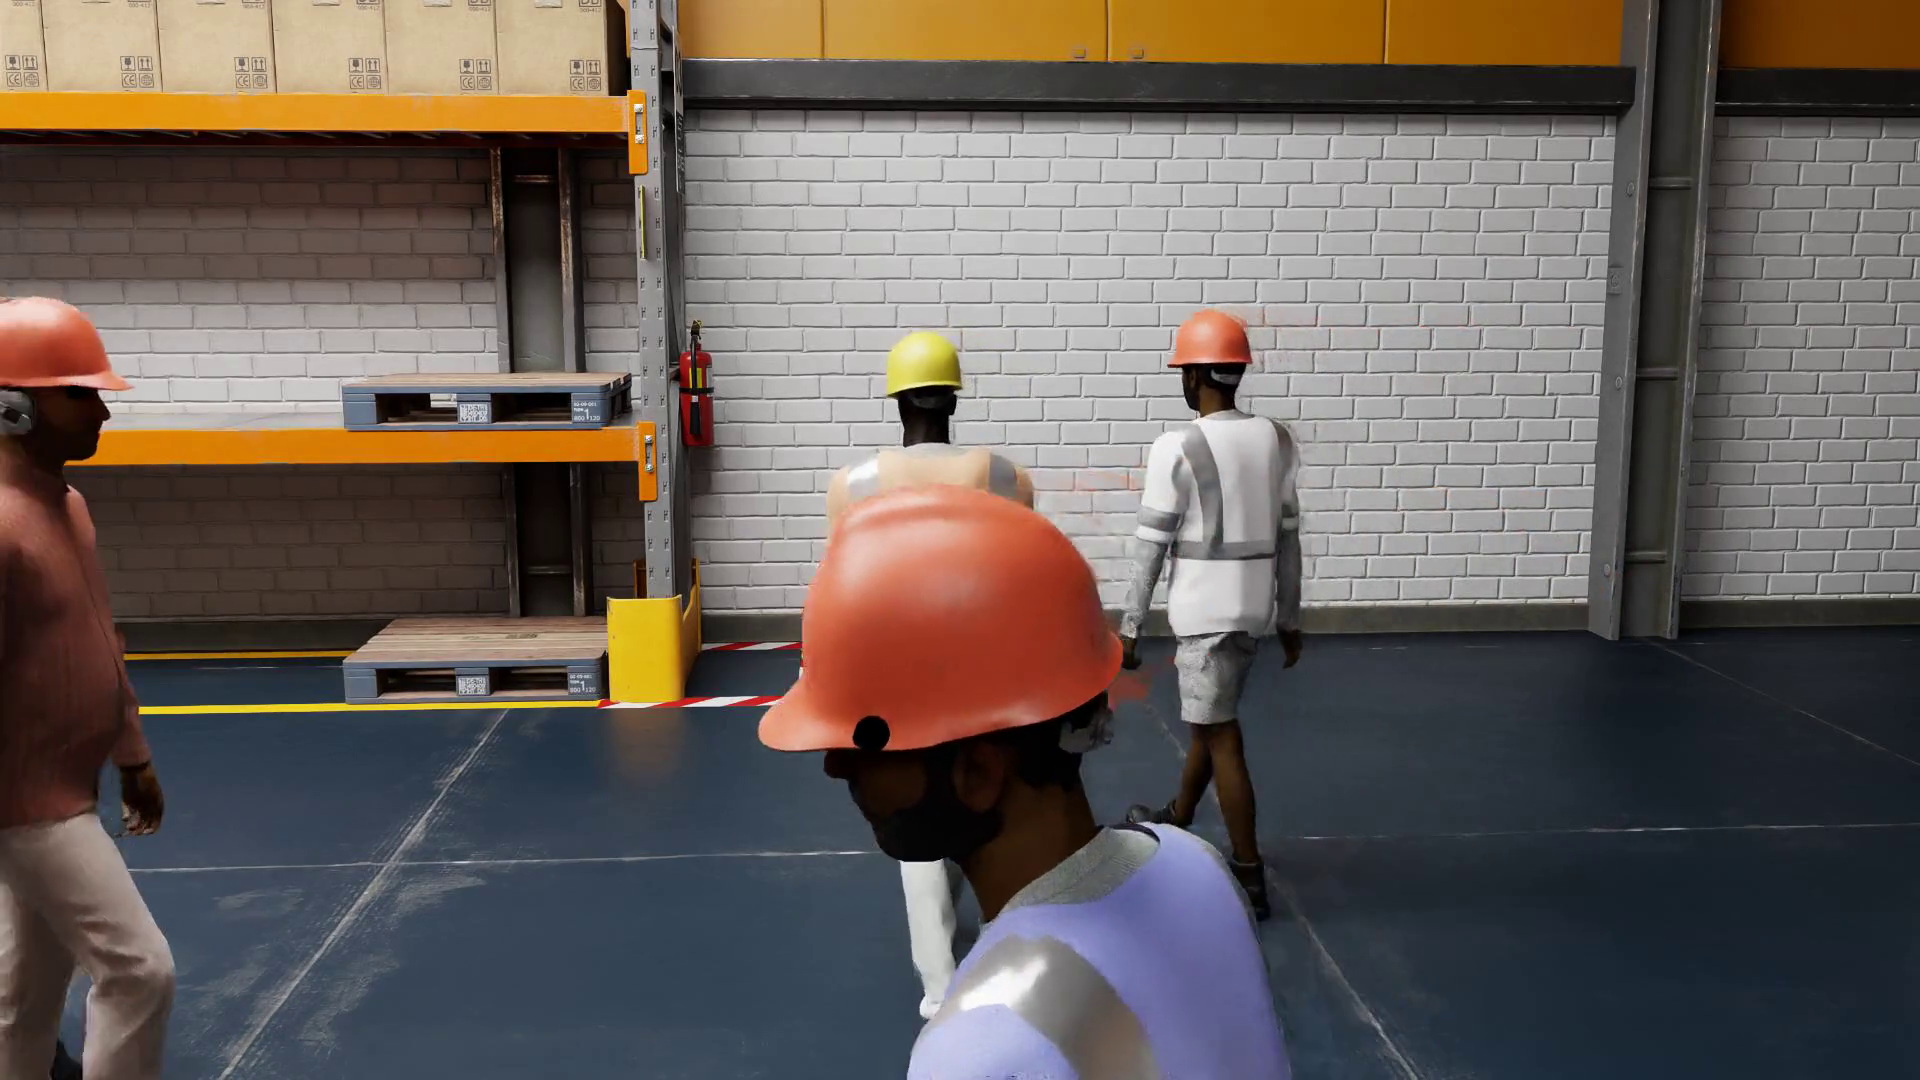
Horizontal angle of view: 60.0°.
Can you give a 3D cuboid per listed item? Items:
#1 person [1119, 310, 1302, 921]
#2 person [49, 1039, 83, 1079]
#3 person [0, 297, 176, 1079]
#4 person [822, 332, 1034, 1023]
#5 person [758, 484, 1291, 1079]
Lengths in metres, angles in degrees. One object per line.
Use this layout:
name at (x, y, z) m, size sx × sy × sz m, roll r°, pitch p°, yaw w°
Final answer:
person at (0.744, 0.217, 5.417) m, size 0.575 × 1.900 × 0.902 m, roll -6°, pitch 11°, yaw -33°
person at (-2.461, 0.389, 3.913) m, size 1.022 × 2.000 × 0.687 m, roll 1°, pitch 9°, yaw 9°
person at (-1.747, 0.503, 3.396) m, size 0.702 × 1.971 × 0.654 m, roll -2°, pitch 9°, yaw -14°
person at (-0.085, 0.358, 4.671) m, size 0.589 × 1.874 × 1.001 m, roll -2°, pitch 9°, yaw -12°
person at (0.176, 0.880, 1.453) m, size 1.075 × 1.860 × 0.610 m, roll 5°, pitch 10°, yaw 28°
